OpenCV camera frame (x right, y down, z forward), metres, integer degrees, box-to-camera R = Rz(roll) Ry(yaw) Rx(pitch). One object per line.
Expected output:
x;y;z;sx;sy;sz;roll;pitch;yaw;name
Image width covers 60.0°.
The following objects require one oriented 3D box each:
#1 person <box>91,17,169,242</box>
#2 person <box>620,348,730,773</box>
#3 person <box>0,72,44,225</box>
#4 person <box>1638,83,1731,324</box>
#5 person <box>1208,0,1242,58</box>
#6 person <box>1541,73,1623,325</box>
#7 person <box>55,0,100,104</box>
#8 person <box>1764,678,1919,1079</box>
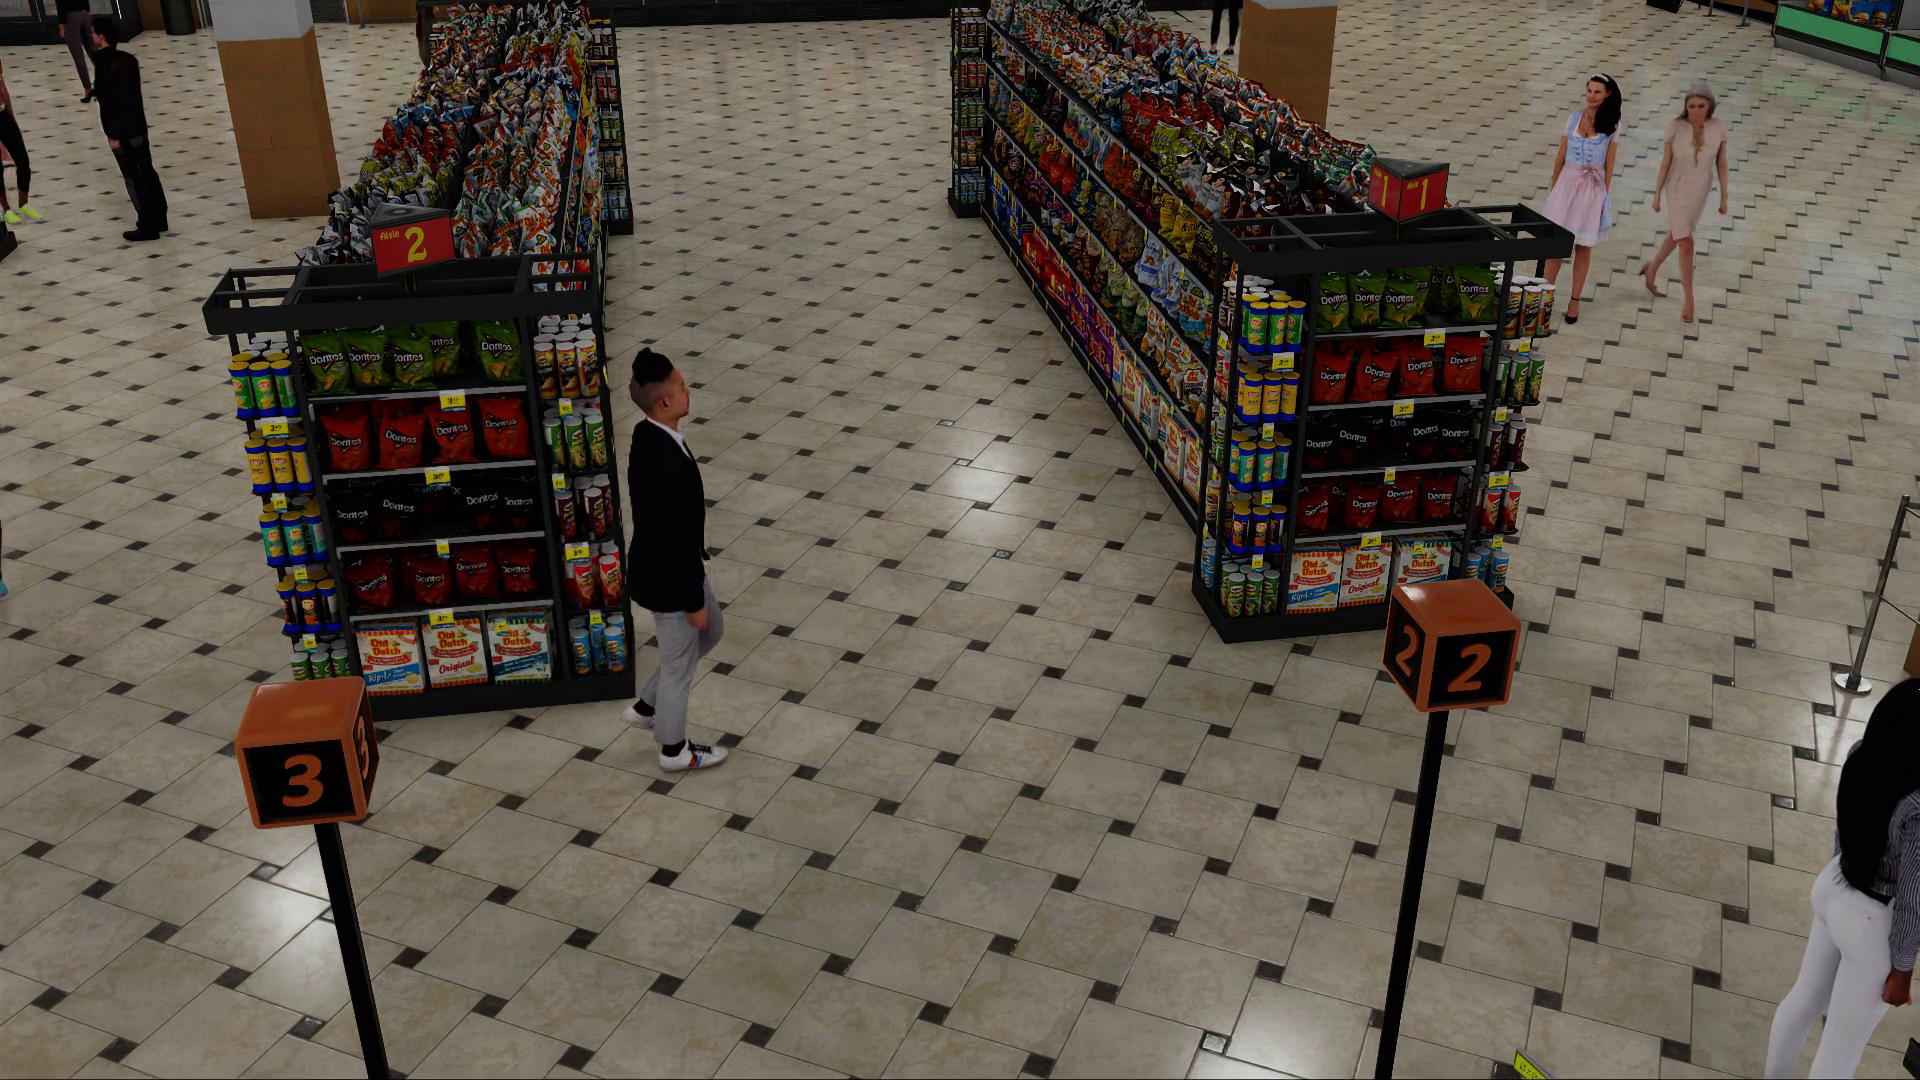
-7.036;-3.475;14.065;0.793;1.838;0.531;-2;27;-4;person
-1.286;0.130;6.842;0.755;1.941;0.627;-5;27;-10;person
-8.459;-3.620;14.459;0.783;1.740;0.724;18;32;31;person
5.351;-2.521;12.351;0.854;1.686;1.190;0;27;1;person
3.478;-7.036;21.245;0.627;1.694;0.653;-8;28;-15;person
4.517;-2.487;12.138;0.858;1.819;0.915;16;31;29;person
-10.035;-5.843;18.918;0.742;1.671;0.643;11;29;21;person
2.727;1.169;5.031;0.695;1.725;0.530;1;27;2;person
